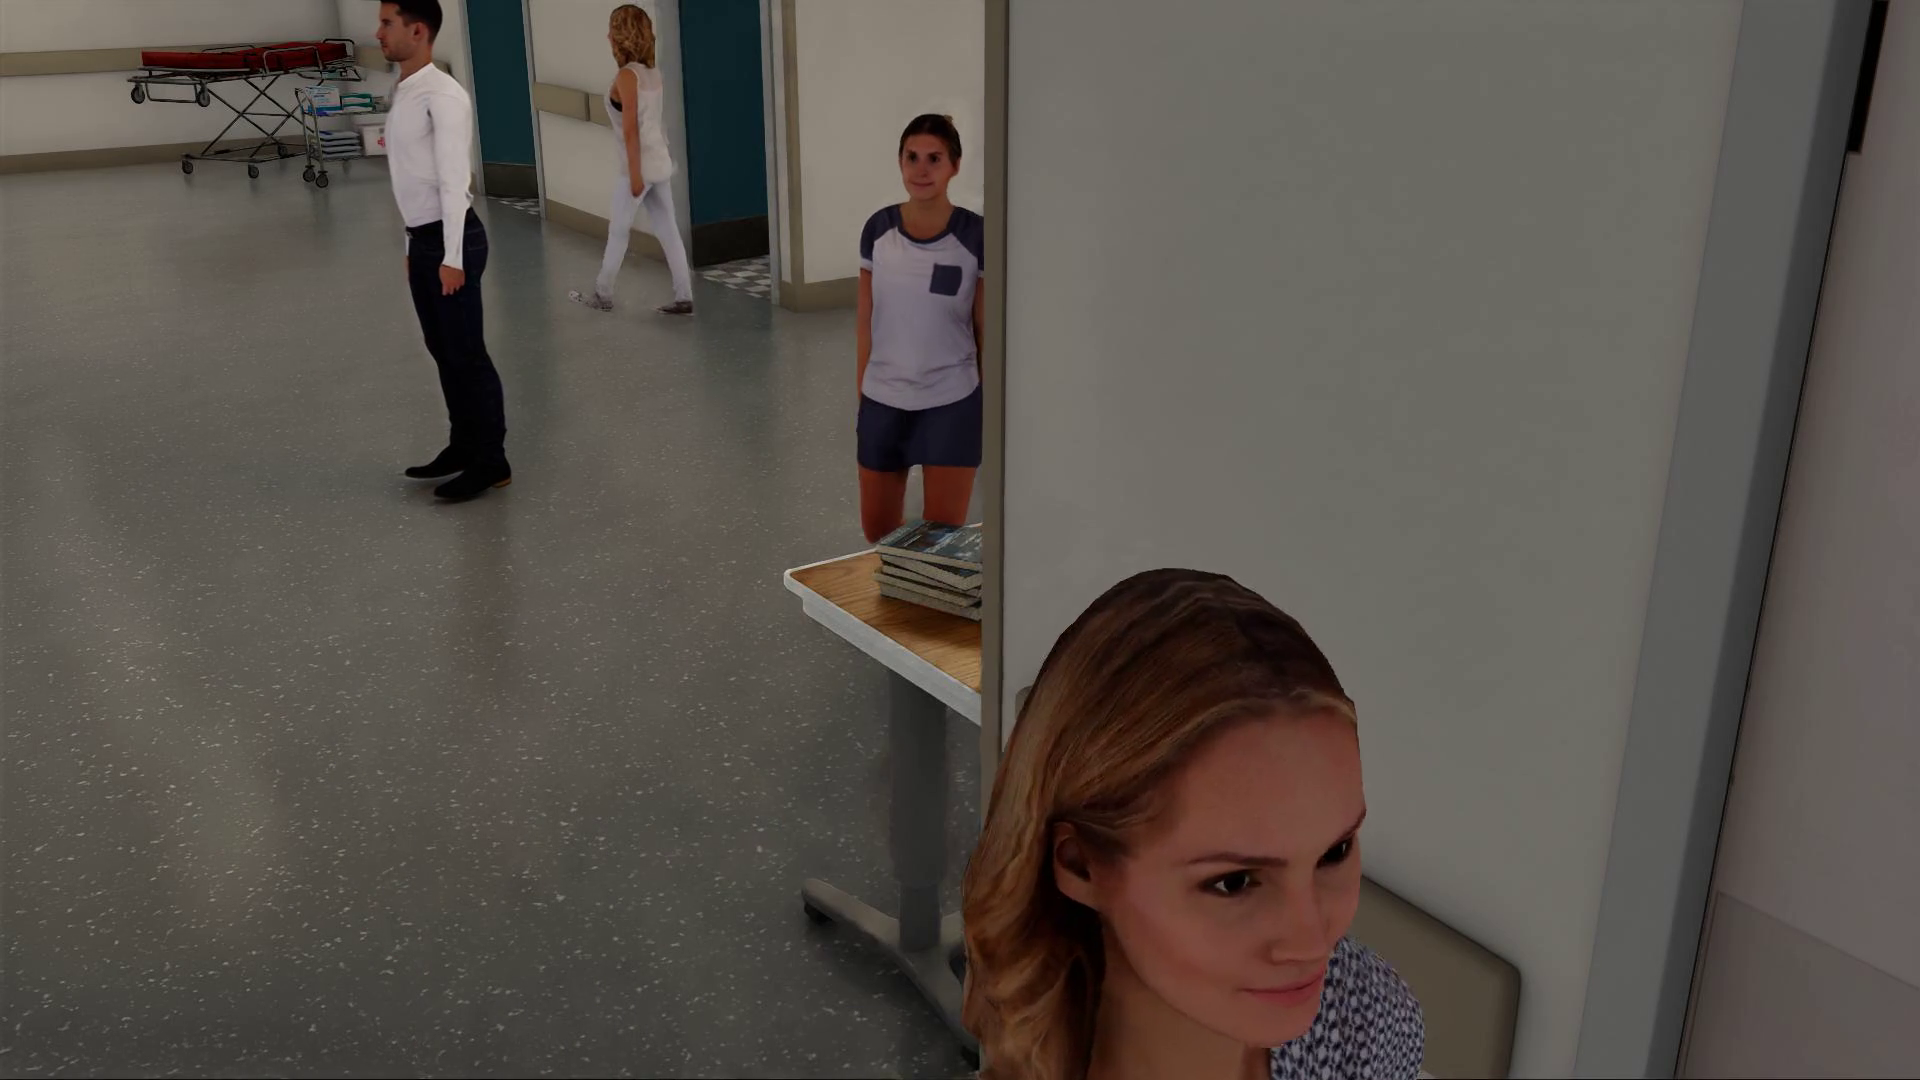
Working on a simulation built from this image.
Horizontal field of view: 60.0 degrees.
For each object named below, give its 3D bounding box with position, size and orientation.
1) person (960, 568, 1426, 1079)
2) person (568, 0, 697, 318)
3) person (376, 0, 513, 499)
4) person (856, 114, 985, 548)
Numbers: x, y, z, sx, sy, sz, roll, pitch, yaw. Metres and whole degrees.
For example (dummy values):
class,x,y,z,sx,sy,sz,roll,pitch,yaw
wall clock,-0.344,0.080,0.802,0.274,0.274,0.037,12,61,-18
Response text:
class,x,y,z,sx,sy,sz,roll,pitch,yaw
person,0.079,0.830,1.296,0.624,1.779,0.792,-12,24,-30
person,-1.629,-1.994,8.953,1.063,1.637,0.961,6,22,15
person,-1.933,-1.112,6.253,0.669,1.860,0.522,-15,25,-34
person,-0.096,-0.395,4.779,0.915,1.603,0.930,6,21,15
